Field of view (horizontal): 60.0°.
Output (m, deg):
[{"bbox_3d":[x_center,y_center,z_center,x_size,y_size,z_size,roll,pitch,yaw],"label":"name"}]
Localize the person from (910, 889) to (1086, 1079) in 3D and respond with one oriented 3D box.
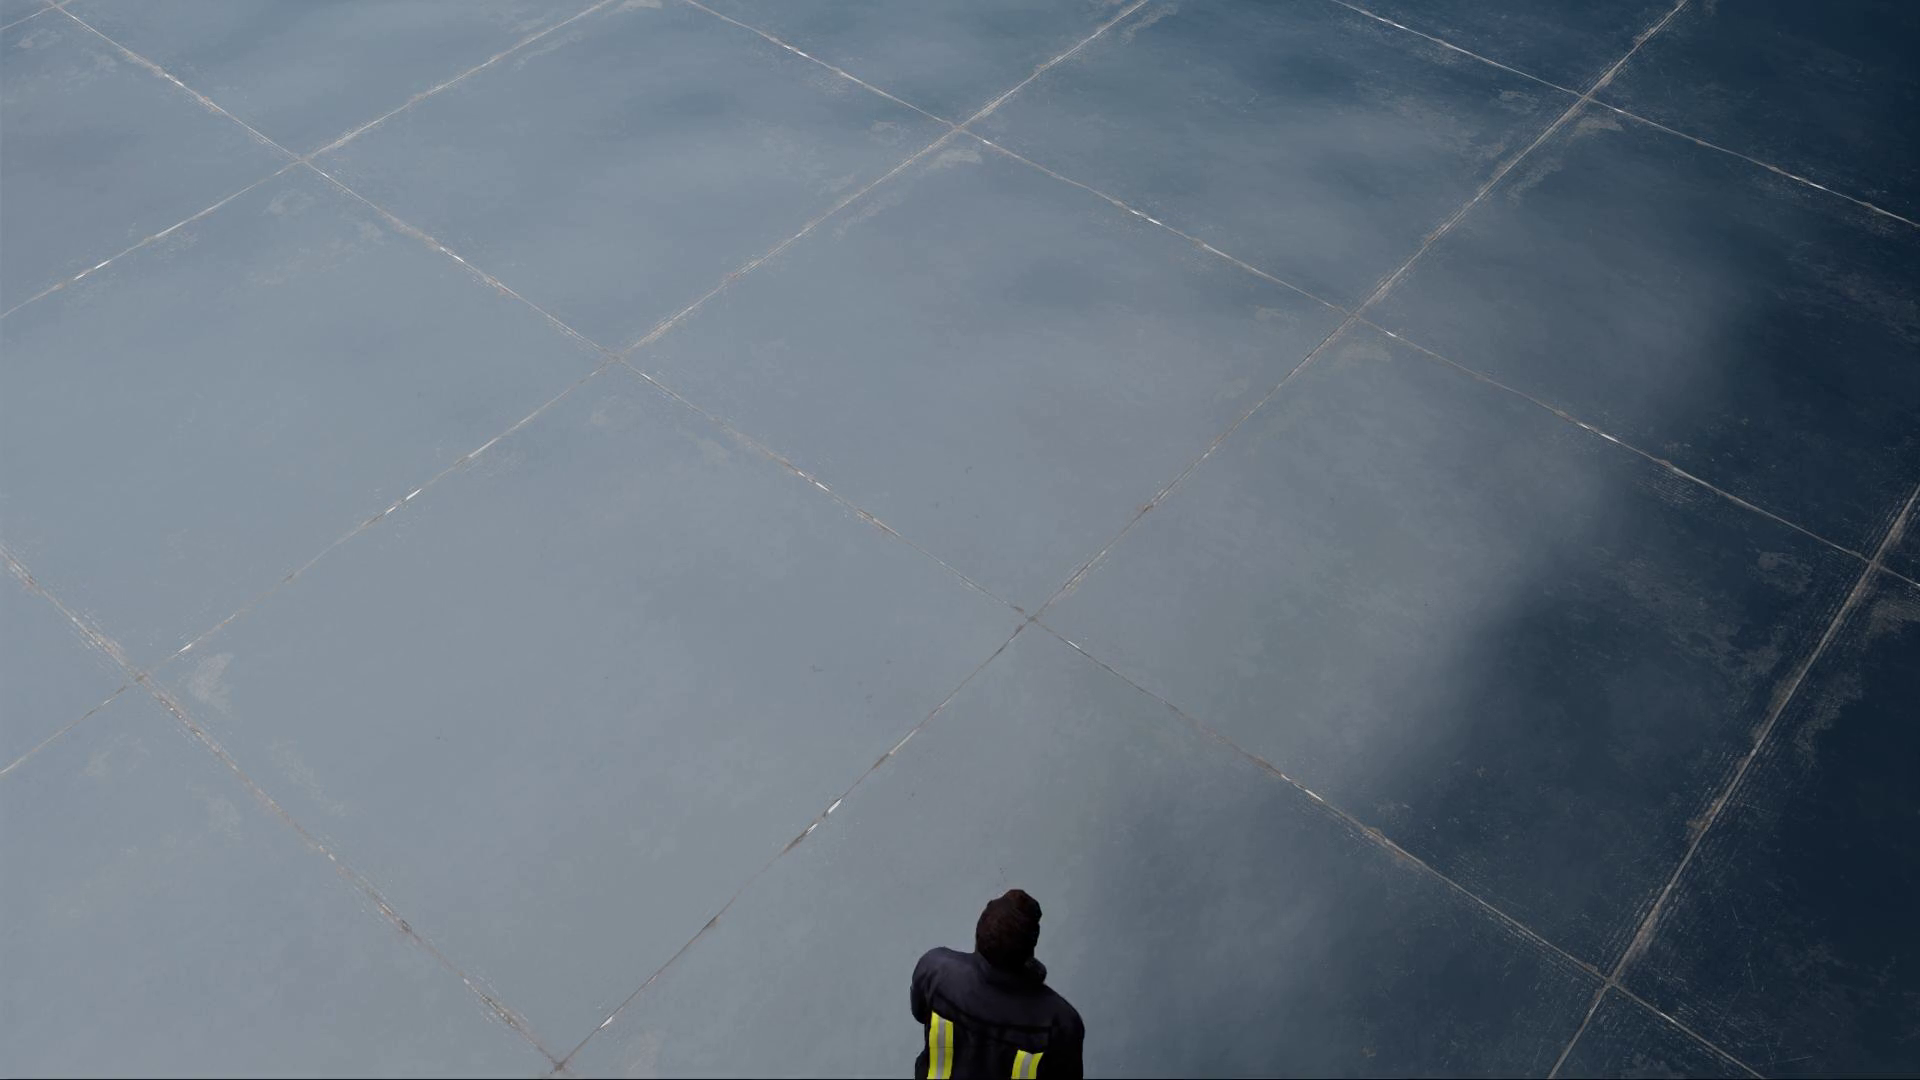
[{"bbox_3d":[0.061,1.855,5.464,1.067,1.861,1.336,16,49,14],"label":"person"}]
